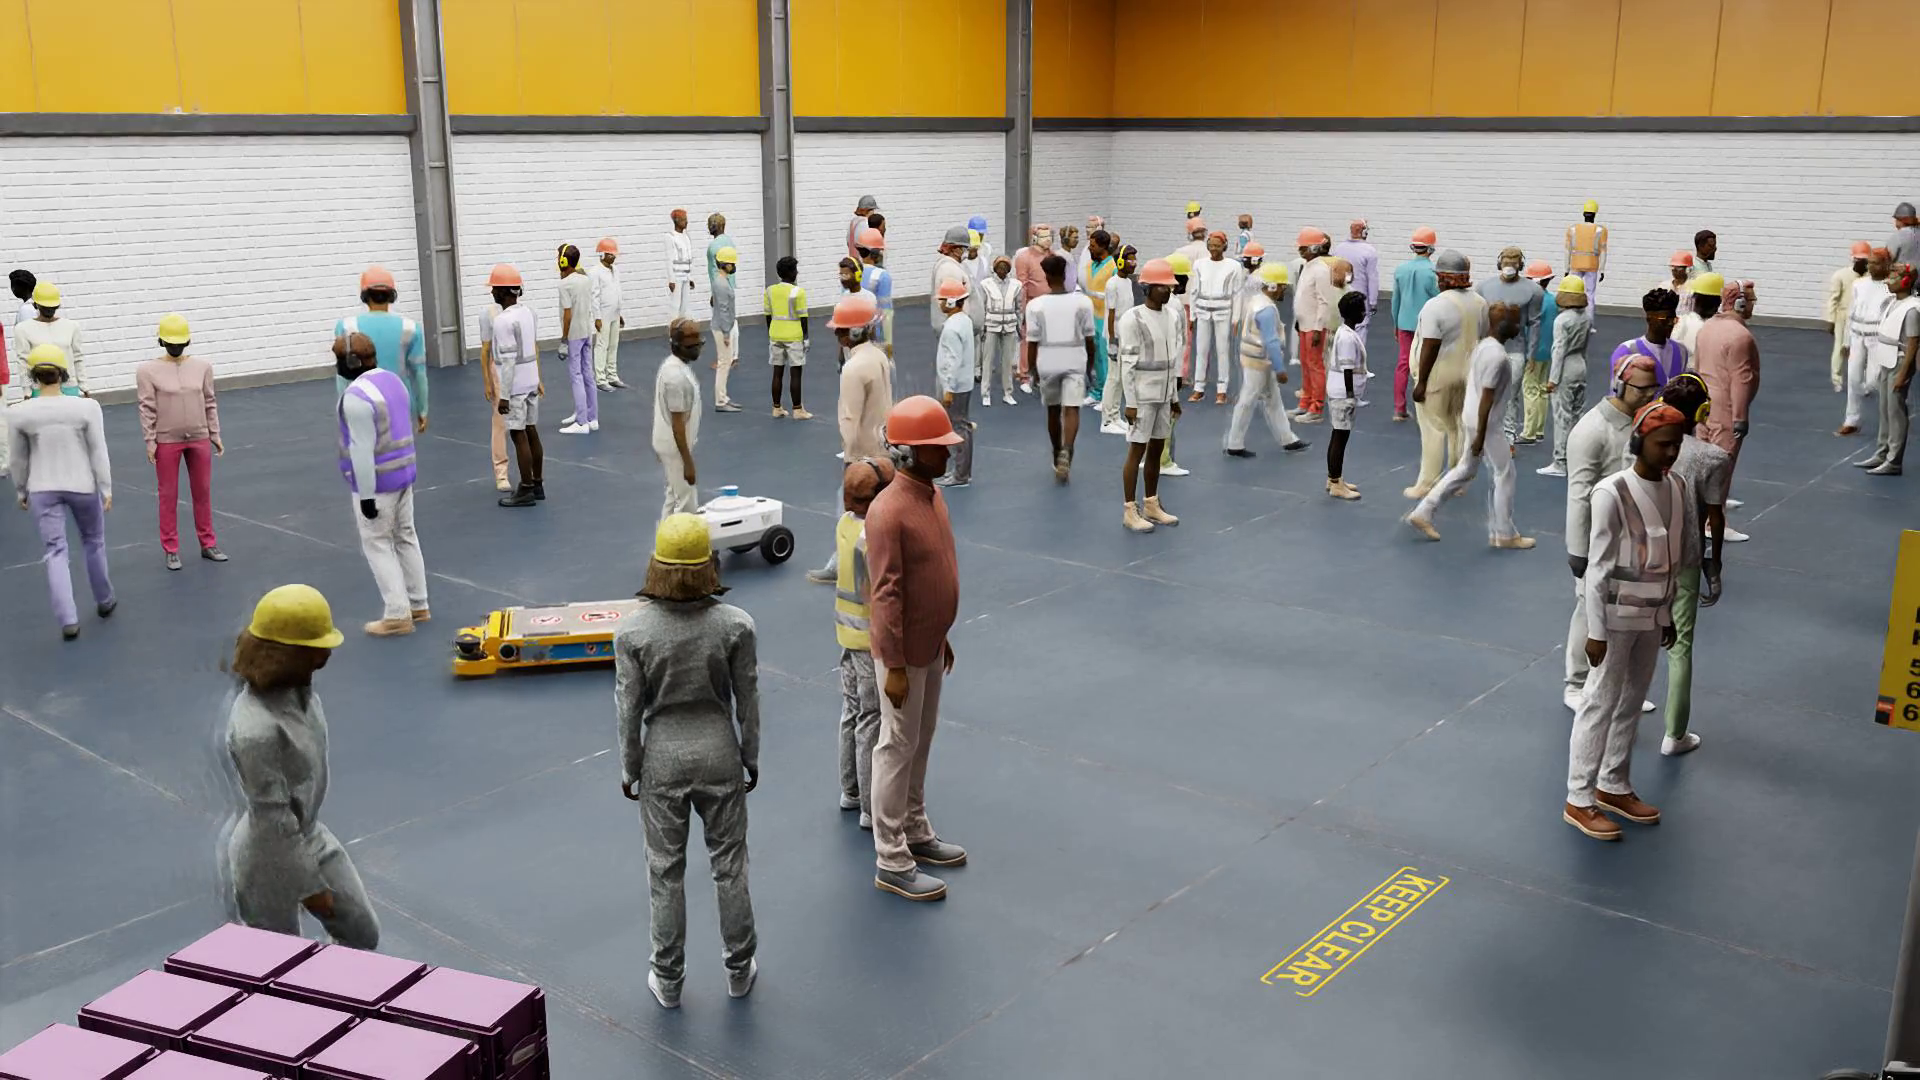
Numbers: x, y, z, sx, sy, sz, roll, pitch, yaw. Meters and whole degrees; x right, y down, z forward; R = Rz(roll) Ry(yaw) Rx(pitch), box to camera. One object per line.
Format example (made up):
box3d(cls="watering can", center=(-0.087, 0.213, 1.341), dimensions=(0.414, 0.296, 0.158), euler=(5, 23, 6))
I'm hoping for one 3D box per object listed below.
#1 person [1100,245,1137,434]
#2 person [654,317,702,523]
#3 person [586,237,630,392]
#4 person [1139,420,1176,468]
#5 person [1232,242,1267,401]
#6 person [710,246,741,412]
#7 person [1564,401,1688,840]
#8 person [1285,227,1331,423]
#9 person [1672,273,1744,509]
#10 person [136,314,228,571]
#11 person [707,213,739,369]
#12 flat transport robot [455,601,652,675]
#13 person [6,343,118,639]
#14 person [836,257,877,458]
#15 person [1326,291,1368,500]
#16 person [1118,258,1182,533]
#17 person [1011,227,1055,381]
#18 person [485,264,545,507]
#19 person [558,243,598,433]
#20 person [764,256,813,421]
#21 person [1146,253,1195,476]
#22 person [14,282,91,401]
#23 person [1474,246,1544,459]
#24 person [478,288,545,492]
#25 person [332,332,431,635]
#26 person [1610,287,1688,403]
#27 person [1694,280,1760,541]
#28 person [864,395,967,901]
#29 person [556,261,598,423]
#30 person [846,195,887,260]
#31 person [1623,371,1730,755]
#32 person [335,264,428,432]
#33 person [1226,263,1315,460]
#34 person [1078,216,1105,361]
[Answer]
box3d(cls="person", center=(1.586, -1.975, 16.447), dimensions=(0.328, 1.862, 0.503), euler=(8, 16, 28))
box3d(cls="person", center=(-1.863, -0.595, 11.047), dimensions=(0.371, 1.800, 0.750), euler=(-3, 14, -10))
box3d(cls="person", center=(-4.033, -2.591, 19.112), dimensions=(0.331, 1.749, 0.561), euler=(5, 15, 19))
box3d(cls="person", center=(1.754, -1.394, 14.565), dimensions=(0.282, 1.636, 0.497), euler=(-3, 14, -10))
box3d(cls="person", center=(3.211, -2.405, 18.362), dimensions=(0.332, 1.753, 0.561), euler=(0, 14, 1))
box3d(cls="person", center=(-2.481, -2.232, 17.675), dimensions=(0.342, 1.756, 0.534), euler=(-2, 14, -7))
box3d(cls="person", center=(2.879, 0.340, 7.135), dimensions=(0.579, 1.881, 0.342), euler=(-10, 17, -34))
box3d(cls="person", center=(3.583, -2.195, 17.052), dimensions=(0.399, 1.987, 0.612), euler=(-1, 14, -4))
box3d(cls="person", center=(5.785, -1.134, 13.006), dimensions=(0.786, 1.889, 0.607), euler=(5, 15, 18))
box3d(cls="person", center=(-5.351, -0.680, 11.469), dimensions=(0.328, 1.760, 0.524), euler=(13, 19, 43))
box3d(cls="person", center=(-2.977, -3.107, 20.794), dimensions=(0.362, 1.938, 0.631), euler=(3, 14, 11))
box3d(cls="flat transport robot", center=(-2.158, 0.538, 9.611), dimensions=(1.431, 0.197, 0.652), euler=(-3, 14, -13))
box3d(cls="person", center=(-5.400, -0.318, 10.049), dimensions=(0.542, 1.732, 0.823), euler=(-5, 15, -20))
box3d(cls="person", center=(-0.946, -1.630, 15.076), dimensions=(0.347, 1.857, 0.521), euler=(-12, 18, -39))
box3d(cls="person", center=(3.167, -1.190, 13.624), dimensions=(0.318, 1.698, 0.535), euler=(2, 14, 8))
box3d(cls="person", center=(1.452, -1.089, 12.514), dimensions=(0.366, 2.047, 0.608), euler=(13, 19, 43))
box3d(cls="person", center=(0.863, -2.822, 19.827), dimensions=(0.654, 1.855, 0.426), euler=(12, 19, 41))
box3d(cls="person", center=(-3.563, -1.228, 13.287), dimensions=(0.373, 1.939, 0.545), euler=(2, 14, 9))
box3d(cls="person", center=(-3.816, -1.985, 16.449), dimensions=(0.333, 1.873, 0.520), euler=(5, 15, 18))
box3d(cls="person", center=(-1.772, -2.076, 17.171), dimensions=(0.540, 1.694, 0.316), euler=(8, 16, 30))
box3d(cls="person", center=(1.832, -1.530, 14.517), dimensions=(0.382, 1.924, 0.594), euler=(-3, 14, -10))
box3d(cls="person", center=(-7.476, -1.251, 13.749), dimensions=(0.329, 1.760, 0.523), euler=(13, 19, 42))
box3d(cls="person", center=(4.972, -1.714, 15.233), dimensions=(0.627, 1.938, 0.370), euler=(6, 15, 23))
box3d(cls="person", center=(-3.731, -1.328, 13.891), dimensions=(0.505, 1.839, 0.344), euler=(-10, 17, -33))
box3d(cls="person", center=(-3.487, -0.340, 9.993), dimensions=(0.432, 1.824, 0.656), euler=(2, 14, 7))
box3d(cls="person", center=(4.609, -0.708, 11.161), dimensions=(0.610, 1.962, 0.363), euler=(-6, 15, -23))
box3d(cls="person", center=(5.655, -0.957, 12.268), dimensions=(0.406, 1.911, 0.637), euler=(-1, 14, -2))
box3d(cls="person", center=(-0.171, 0.415, 6.605), dimensions=(0.378, 1.996, 0.611), euler=(4, 15, 17))
box3d(cls="person", center=(-3.881, -2.006, 16.802), dimensions=(0.313, 1.739, 0.484), euler=(-8, 16, -29))
box3d(cls="person", center=(-1.311, -3.925, 23.860), dimensions=(0.536, 2.000, 0.688), euler=(-8, 16, -28))
box3d(cls="person", center=(3.429, 0.117, 8.055), dimensions=(0.513, 1.872, 0.328), euler=(10, 17, 35))
box3d(cls="person", center=(-4.205, -0.983, 12.121), dimensions=(0.649, 2.029, 0.429), euler=(-6, 15, -23))
box3d(cls="person", center=(2.854, -1.599, 15.064), dimensions=(0.887, 1.788, 0.593), euler=(2, 14, 8))
box3d(cls="person", center=(1.654, -3.039, 20.589), dimensions=(0.410, 1.908, 0.643), euler=(-6, 15, -23))
